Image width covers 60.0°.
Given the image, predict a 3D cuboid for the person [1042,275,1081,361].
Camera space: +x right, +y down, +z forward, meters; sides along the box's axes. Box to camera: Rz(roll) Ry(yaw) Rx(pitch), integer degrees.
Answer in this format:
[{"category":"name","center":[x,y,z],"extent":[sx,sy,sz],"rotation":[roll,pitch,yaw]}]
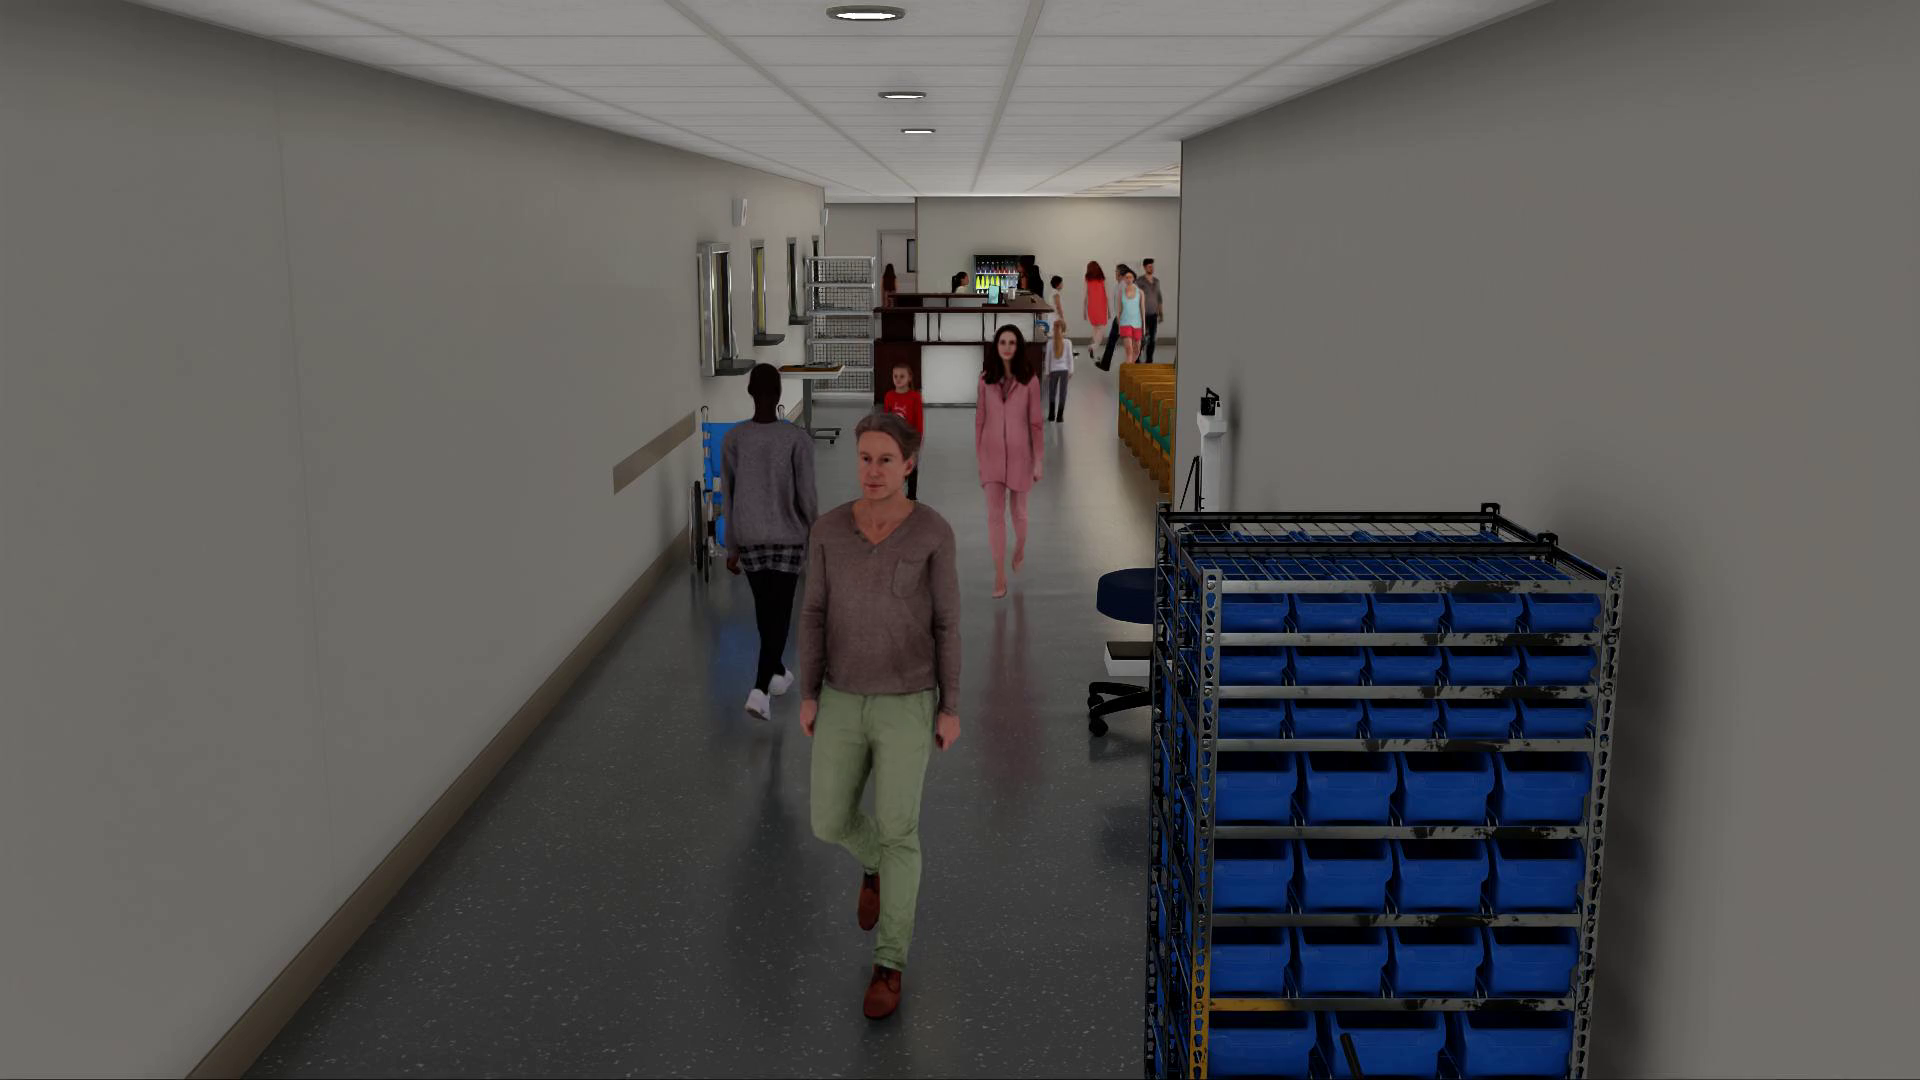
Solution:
[{"category":"person","center":[1.614,-3.904,29.536],"extent":[0.937,1.524,0.593],"rotation":[-1,11,-7]}]

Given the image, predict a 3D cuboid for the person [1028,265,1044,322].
[{"category":"person","center":[1.364,-4.157,30.433],"extent":[1.113,1.686,1.095],"rotation":[-8,13,-36]}]

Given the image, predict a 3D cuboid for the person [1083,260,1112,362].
[{"category":"person","center":[2.393,-3.973,29.219],"extent":[1.100,1.779,0.882],"rotation":[4,11,19]}]

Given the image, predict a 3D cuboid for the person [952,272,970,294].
[{"category":"person","center":[-0.066,-3.842,29.003],"extent":[1.118,1.602,0.727],"rotation":[-1,11,-7]}]

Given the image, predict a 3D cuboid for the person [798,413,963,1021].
[{"category":"person","center":[-0.245,0.516,5.338],"extent":[0.980,1.862,0.875],"rotation":[2,11,13]}]

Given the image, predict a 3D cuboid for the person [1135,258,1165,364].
[{"category":"person","center":[3.054,-3.729,27.642],"extent":[0.918,1.888,1.005],"rotation":[-8,13,-36]}]

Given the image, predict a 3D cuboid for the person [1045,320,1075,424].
[{"category":"person","center":[1.224,-2.076,20.587],"extent":[0.504,1.270,0.595],"rotation":[2,11,11]}]

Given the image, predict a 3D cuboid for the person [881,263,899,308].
[{"category":"person","center":[-1.655,-5.620,38.565],"extent":[0.988,1.530,0.596],"rotation":[0,11,-1]}]

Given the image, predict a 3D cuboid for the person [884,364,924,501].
[{"category":"person","center":[-0.458,-0.854,14.198],"extent":[0.847,1.250,0.642],"rotation":[2,11,8]}]

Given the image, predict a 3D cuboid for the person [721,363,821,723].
[{"category":"person","center":[-0.952,0.042,8.176],"extent":[1.134,1.735,0.793],"rotation":[1,11,7]}]

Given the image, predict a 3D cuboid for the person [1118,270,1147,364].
[{"category":"person","center":[2.619,-3.239,25.470],"extent":[1.053,1.735,0.686],"rotation":[1,11,3]}]

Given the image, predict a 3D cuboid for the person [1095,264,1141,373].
[{"category":"person","center":[2.752,-3.558,27.059],"extent":[1.144,1.768,1.150],"rotation":[-9,14,-39]}]

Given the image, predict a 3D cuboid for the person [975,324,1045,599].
[{"category":"person","center":[0.340,-0.525,11.081],"extent":[1.100,1.765,0.824],"rotation":[2,11,8]}]
